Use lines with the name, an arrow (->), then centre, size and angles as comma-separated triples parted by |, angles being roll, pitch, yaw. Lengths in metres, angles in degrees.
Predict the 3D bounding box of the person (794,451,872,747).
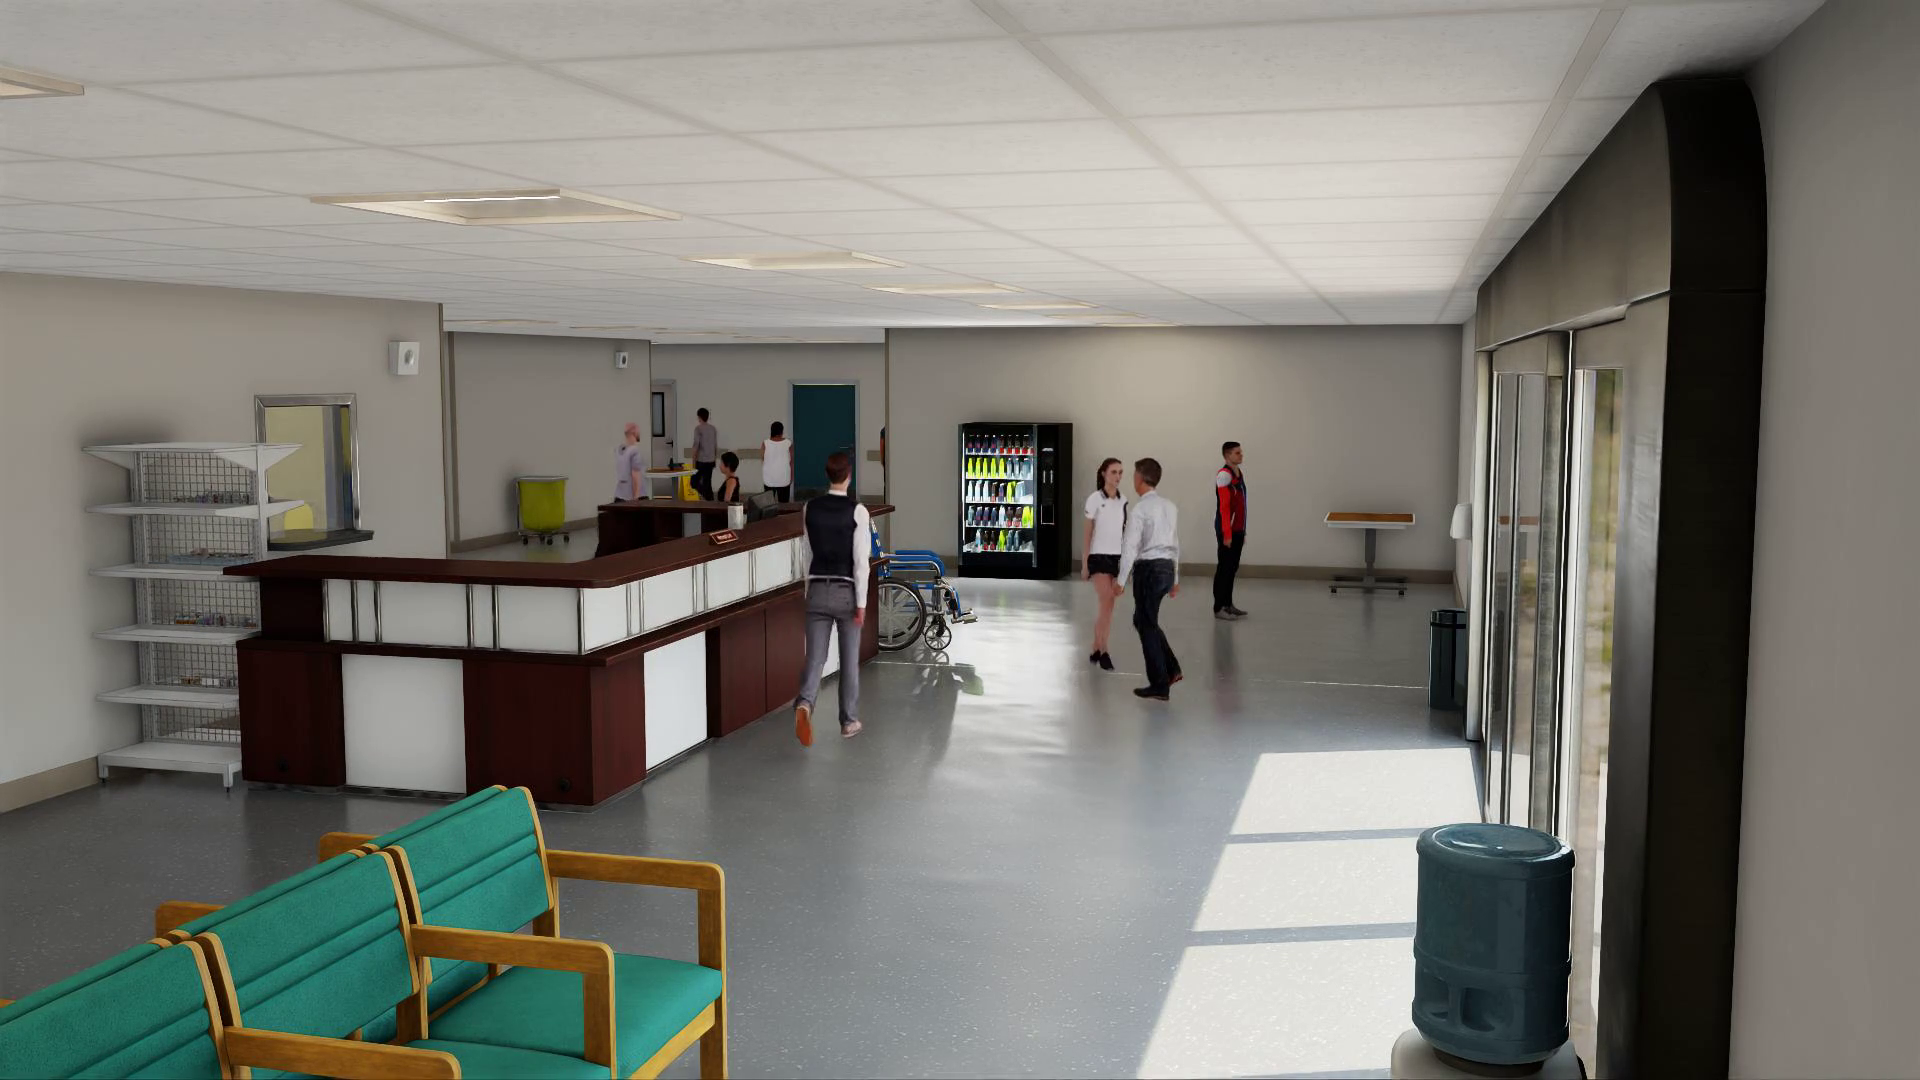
person -> -0.862, 0.391, 10.857 | 1.052, 1.915, 0.714 | 2, 6, 18

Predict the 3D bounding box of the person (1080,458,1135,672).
person -> 1.162, 0.197, 13.699 | 0.793, 1.732, 0.854 | -4, 7, -32

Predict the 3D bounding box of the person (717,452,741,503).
person -> -2.518, -0.206, 18.789 | 1.095, 1.515, 0.835 | -1, 6, -10

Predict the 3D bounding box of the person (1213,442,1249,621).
person -> 2.687, -0.104, 16.575 | 0.635, 1.756, 0.691 | 3, 7, 30

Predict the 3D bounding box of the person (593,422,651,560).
person -> -4.139, -0.515, 20.466 | 1.265, 1.794, 1.114 | 5, 8, 42

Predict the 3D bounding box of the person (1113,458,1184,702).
person -> 1.482, 0.302, 12.312 | 0.804, 1.801, 0.767 | 5, 8, 40

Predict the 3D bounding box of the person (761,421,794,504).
person -> -2.855, -1.008, 25.913 | 0.630, 1.686, 0.770 | 0, 6, 2

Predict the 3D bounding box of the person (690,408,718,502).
person -> -4.305, -1.330, 28.412 | 0.890, 1.826, 0.839 | 4, 7, 37
